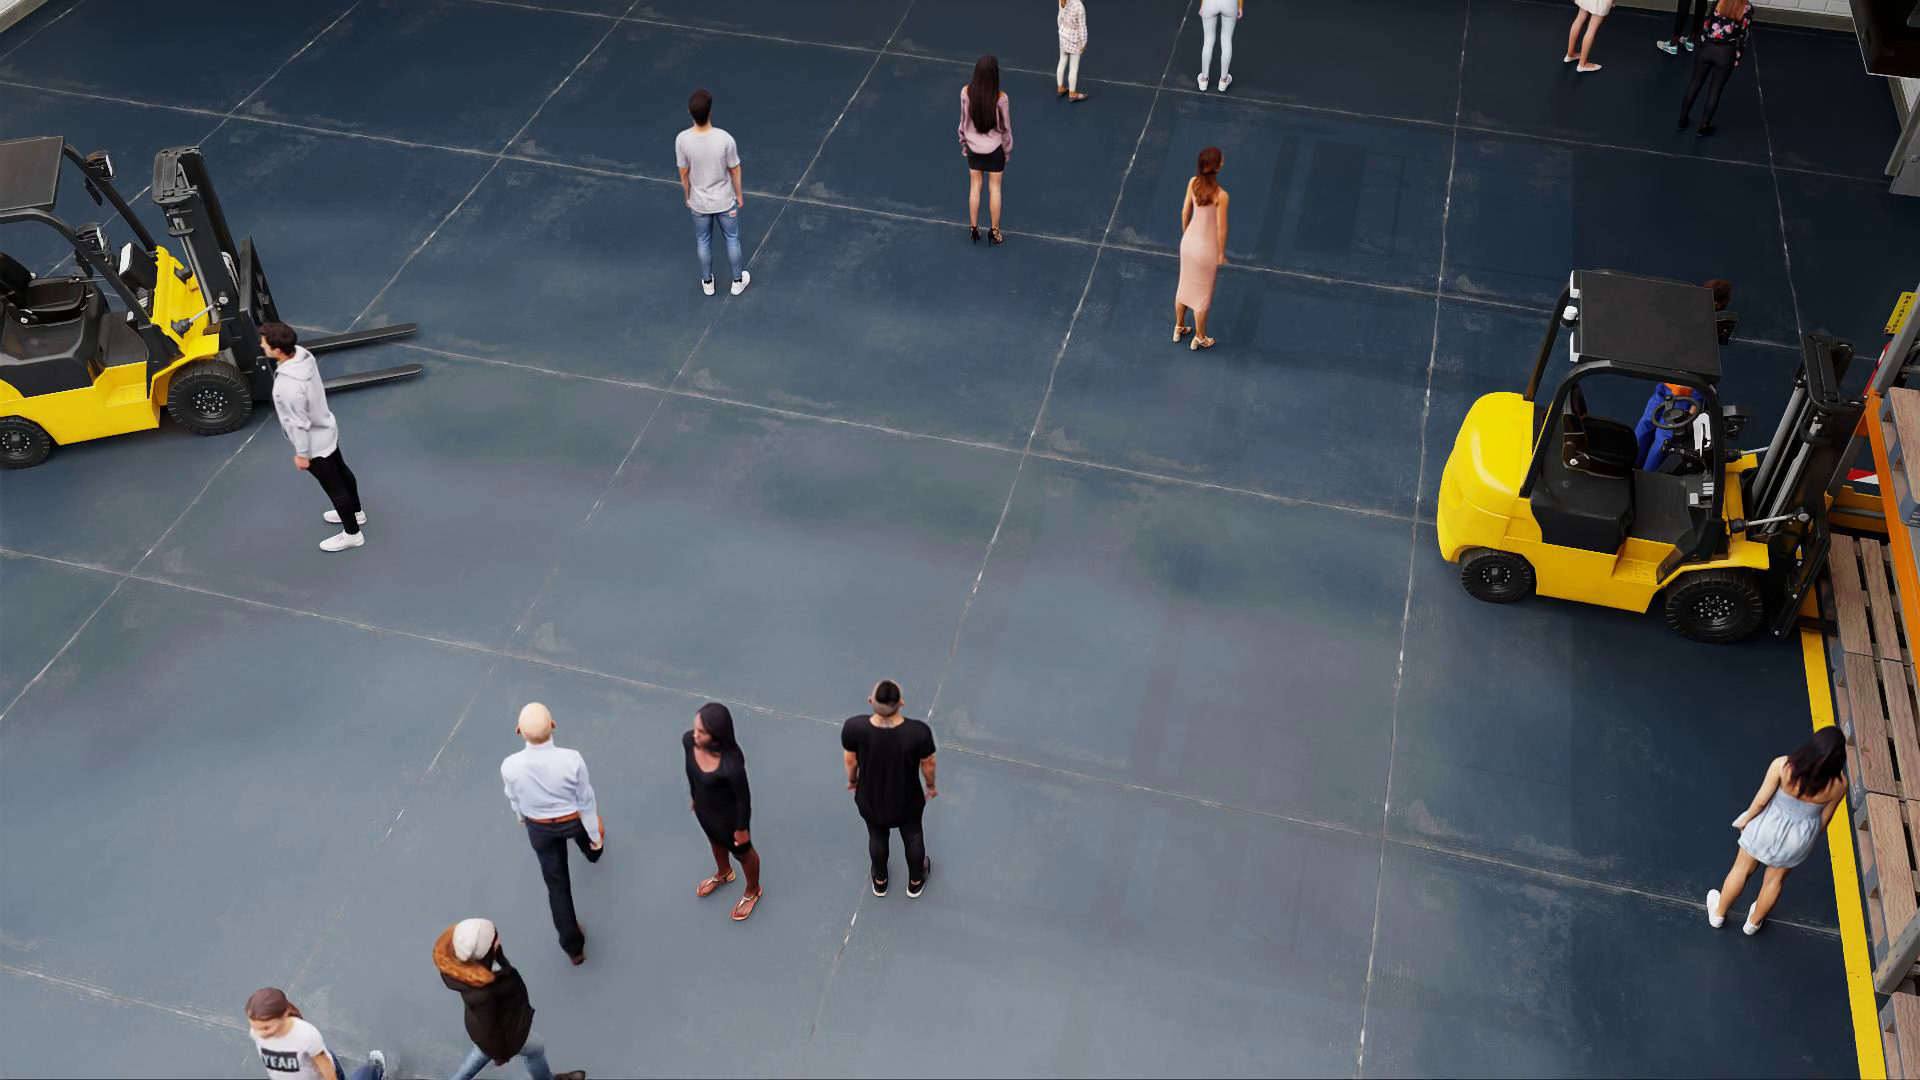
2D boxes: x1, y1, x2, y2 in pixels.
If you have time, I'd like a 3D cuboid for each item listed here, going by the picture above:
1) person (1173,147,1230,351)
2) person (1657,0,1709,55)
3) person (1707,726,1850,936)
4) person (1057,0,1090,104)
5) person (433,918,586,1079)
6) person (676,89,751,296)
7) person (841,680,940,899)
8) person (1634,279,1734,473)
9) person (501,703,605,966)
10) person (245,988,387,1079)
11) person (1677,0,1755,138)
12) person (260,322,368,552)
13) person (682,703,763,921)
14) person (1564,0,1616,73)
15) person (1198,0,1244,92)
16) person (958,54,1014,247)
[{"bbox_3d":[1.937,-2.348,13.425,0.690,1.831,0.664,-31,52,-28],"label":"person"},{"bbox_3d":[7.677,-5.912,17.180,0.675,1.811,0.683,-12,45,-12],"label":"person"},{"bbox_3d":[4.601,1.629,9.323,0.603,1.730,0.554,15,46,15],"label":"person"},{"bbox_3d":[1.105,-5.017,16.602,0.668,1.312,0.624,-29,51,-27],"label":"person"},{"bbox_3d":[-2.452,2.469,8.529,1.056,1.610,1.014,-20,47,-19],"label":"person"},{"bbox_3d":[-2.081,-2.901,13.963,0.729,1.890,0.668,-1,44,-1],"label":"person"},{"bbox_3d":[-0.392,1.400,9.468,0.719,1.862,0.638,4,44,4],"label":"person"},{"bbox_3d":[5.241,-1.124,12.116,0.831,1.864,0.692,-6,44,-6],"label":"person"},{"bbox_3d":[-2.231,1.672,9.277,0.996,1.732,1.301,-7,44,-7],"label":"person"},{"bbox_3d":[-3.252,2.650,8.390,0.590,1.539,0.972,6,44,7],"label":"person"},{"bbox_3d":[7.298,-4.698,15.999,0.652,1.684,0.658,34,53,30],"label":"person"},{"bbox_3d":[-4.519,-0.748,11.674,0.828,1.930,0.689,-7,44,-7],"label":"person"},{"bbox_3d":[-1.350,1.526,9.439,0.679,1.720,0.658,30,51,28],"label":"person"},{"bbox_3d":[6.526,-5.645,16.972,0.707,1.711,0.623,-13,45,-13],"label":"person"},{"bbox_3d":[2.607,-5.340,16.625,0.610,1.749,0.553,7,44,7],"label":"person"},{"bbox_3d":[0.224,-3.396,14.539,0.635,1.811,0.533,13,45,13],"label":"person"}]
